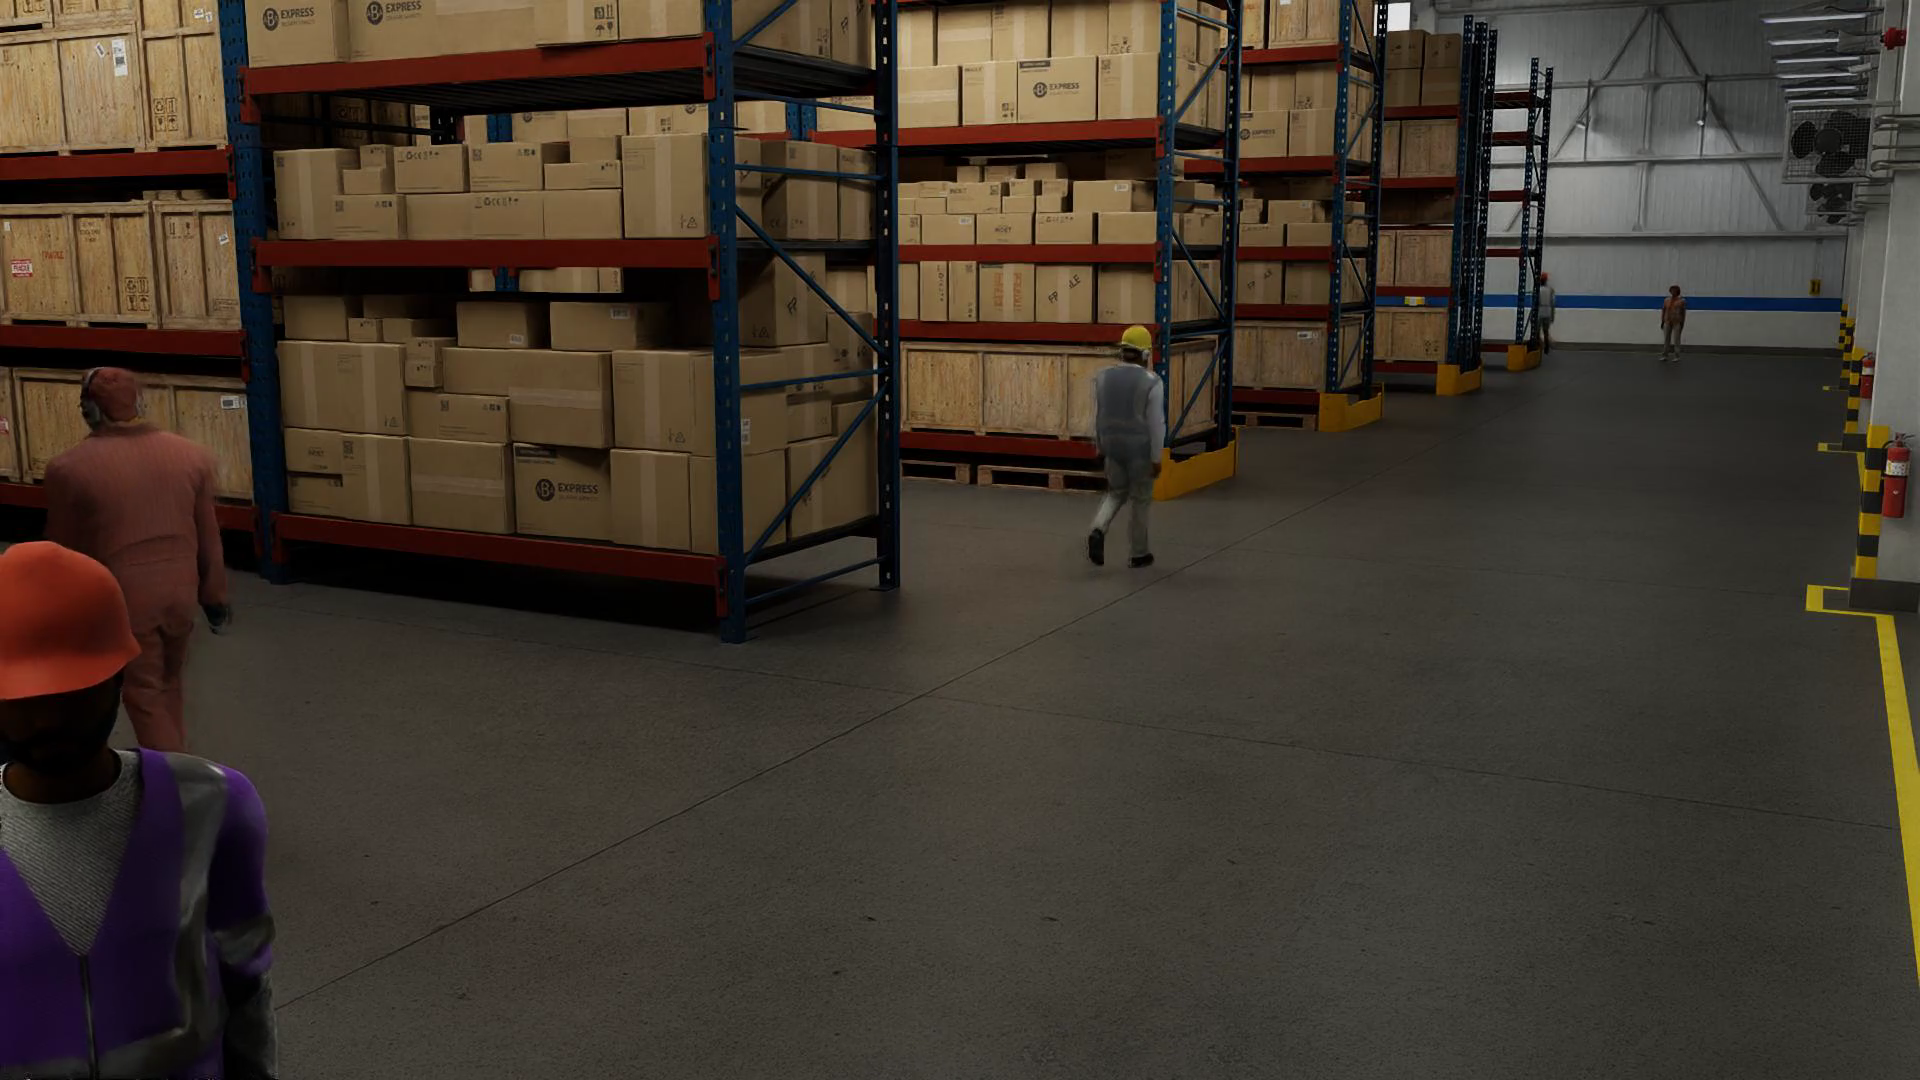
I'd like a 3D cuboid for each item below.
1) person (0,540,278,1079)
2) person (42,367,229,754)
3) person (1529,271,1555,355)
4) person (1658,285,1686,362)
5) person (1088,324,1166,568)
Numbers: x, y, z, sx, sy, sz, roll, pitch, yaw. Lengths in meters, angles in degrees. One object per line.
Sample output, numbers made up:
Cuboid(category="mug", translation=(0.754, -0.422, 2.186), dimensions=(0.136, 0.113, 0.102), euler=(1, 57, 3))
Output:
Cuboid(category="person", translation=(-1.270, 0.952, 2.459), dimensions=(0.547, 1.938, 0.379), euler=(-6, 12, -32))
Cuboid(category="person", translation=(-3.406, 0.237, 6.779), dimensions=(0.808, 1.871, 0.643), euler=(7, 12, 34))
Cuboid(category="person", translation=(13.060, -5.070, 37.357), dimensions=(0.574, 1.921, 0.426), euler=(0, 10, 3))
Cuboid(category="person", translation=(15.341, -4.654, 35.786), dimensions=(0.310, 1.636, 0.523), euler=(-8, 13, -39))
Cuboid(category="person", translation=(1.223, -0.668, 12.188), dimensions=(0.609, 1.818, 0.613), euler=(7, 12, 36))
